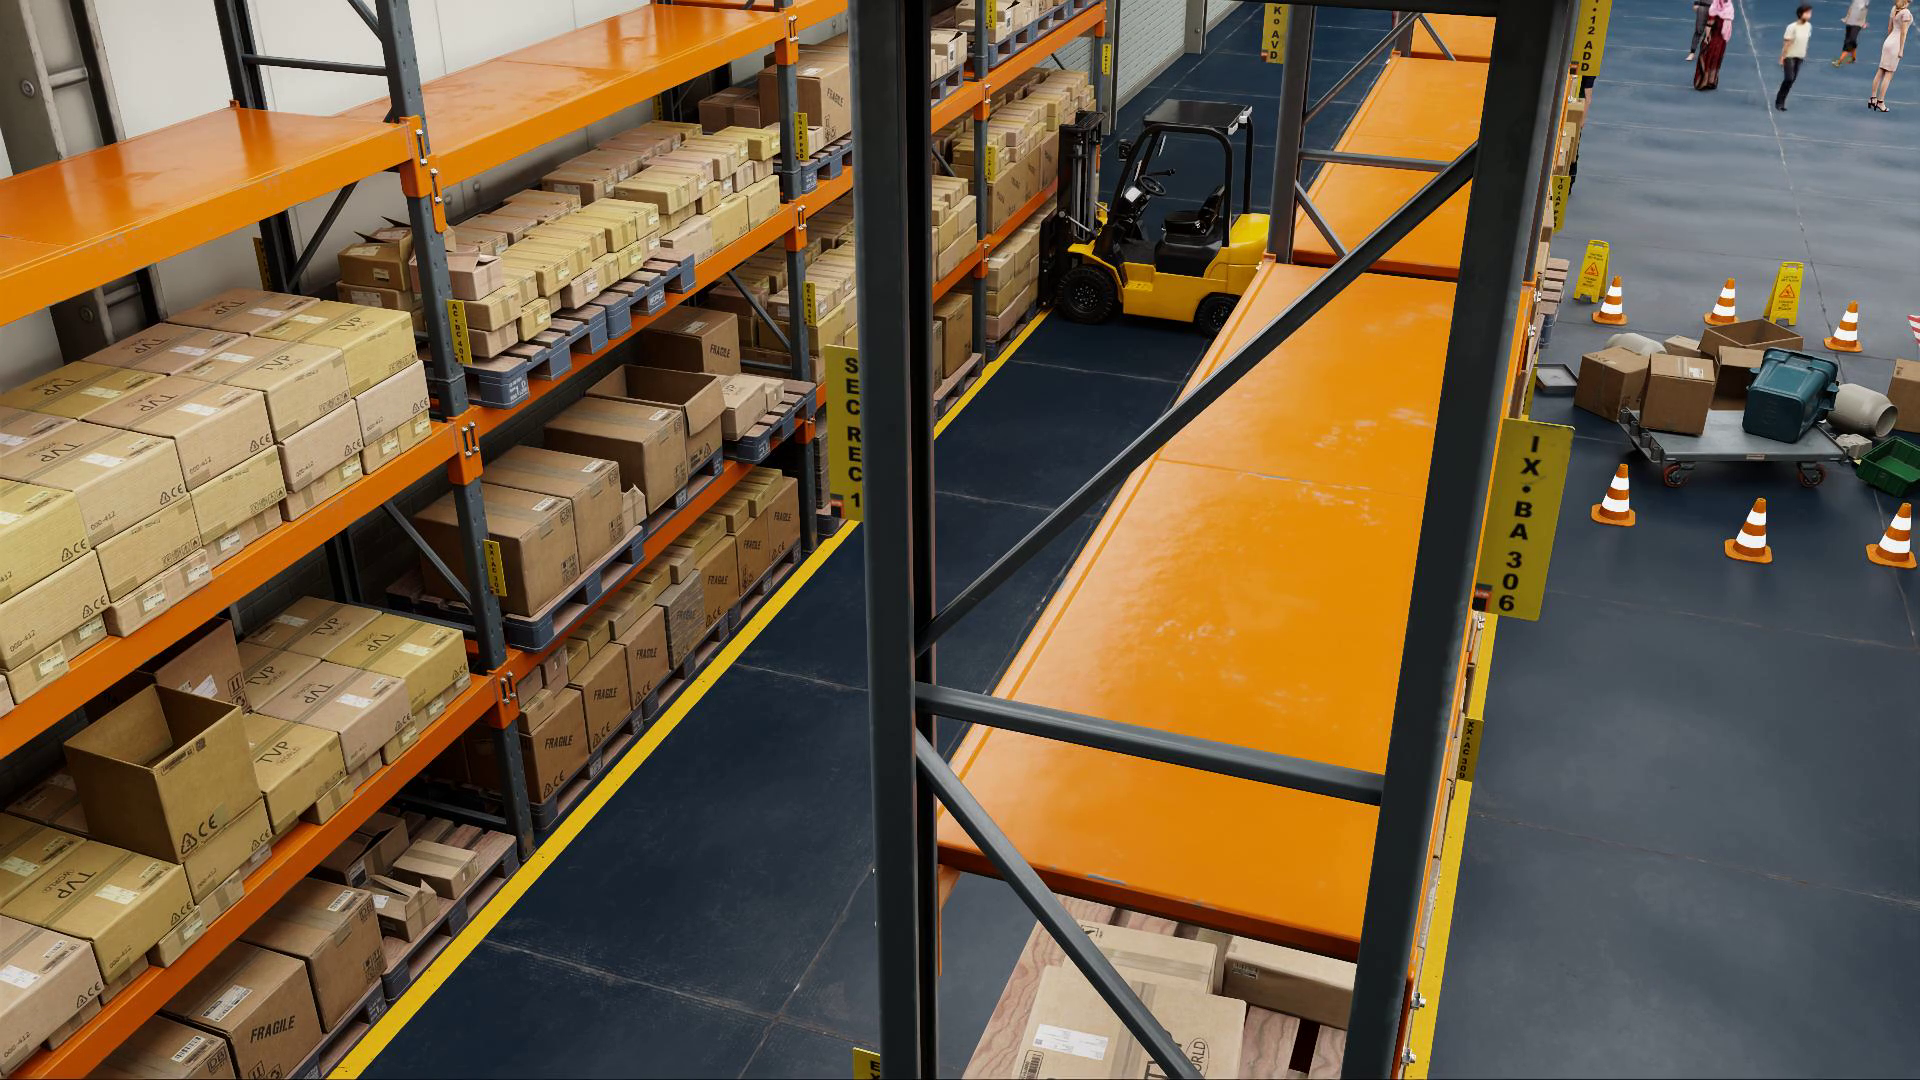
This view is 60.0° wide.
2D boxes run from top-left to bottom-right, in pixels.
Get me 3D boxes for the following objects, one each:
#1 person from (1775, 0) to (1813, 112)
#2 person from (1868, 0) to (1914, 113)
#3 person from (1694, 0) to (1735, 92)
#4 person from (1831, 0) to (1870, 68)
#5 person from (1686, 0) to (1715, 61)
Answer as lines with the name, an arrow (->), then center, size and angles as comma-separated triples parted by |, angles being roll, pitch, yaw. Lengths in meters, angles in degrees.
person -> 12.589, -7.316, 25.228 | 0.705, 1.577, 0.747 | -9, 29, -16
person -> 14.129, -7.451, 25.211 | 0.693, 1.831, 0.558 | -1, 28, -2
person -> 12.013, -7.995, 26.438 | 0.760, 1.637, 0.809 | -11, 30, -19
person -> 15.219, -8.808, 28.197 | 1.065, 1.419, 0.957 | -15, 32, -26
person -> 12.798, -9.124, 28.338 | 0.701, 1.843, 0.545 | 12, 30, 21
